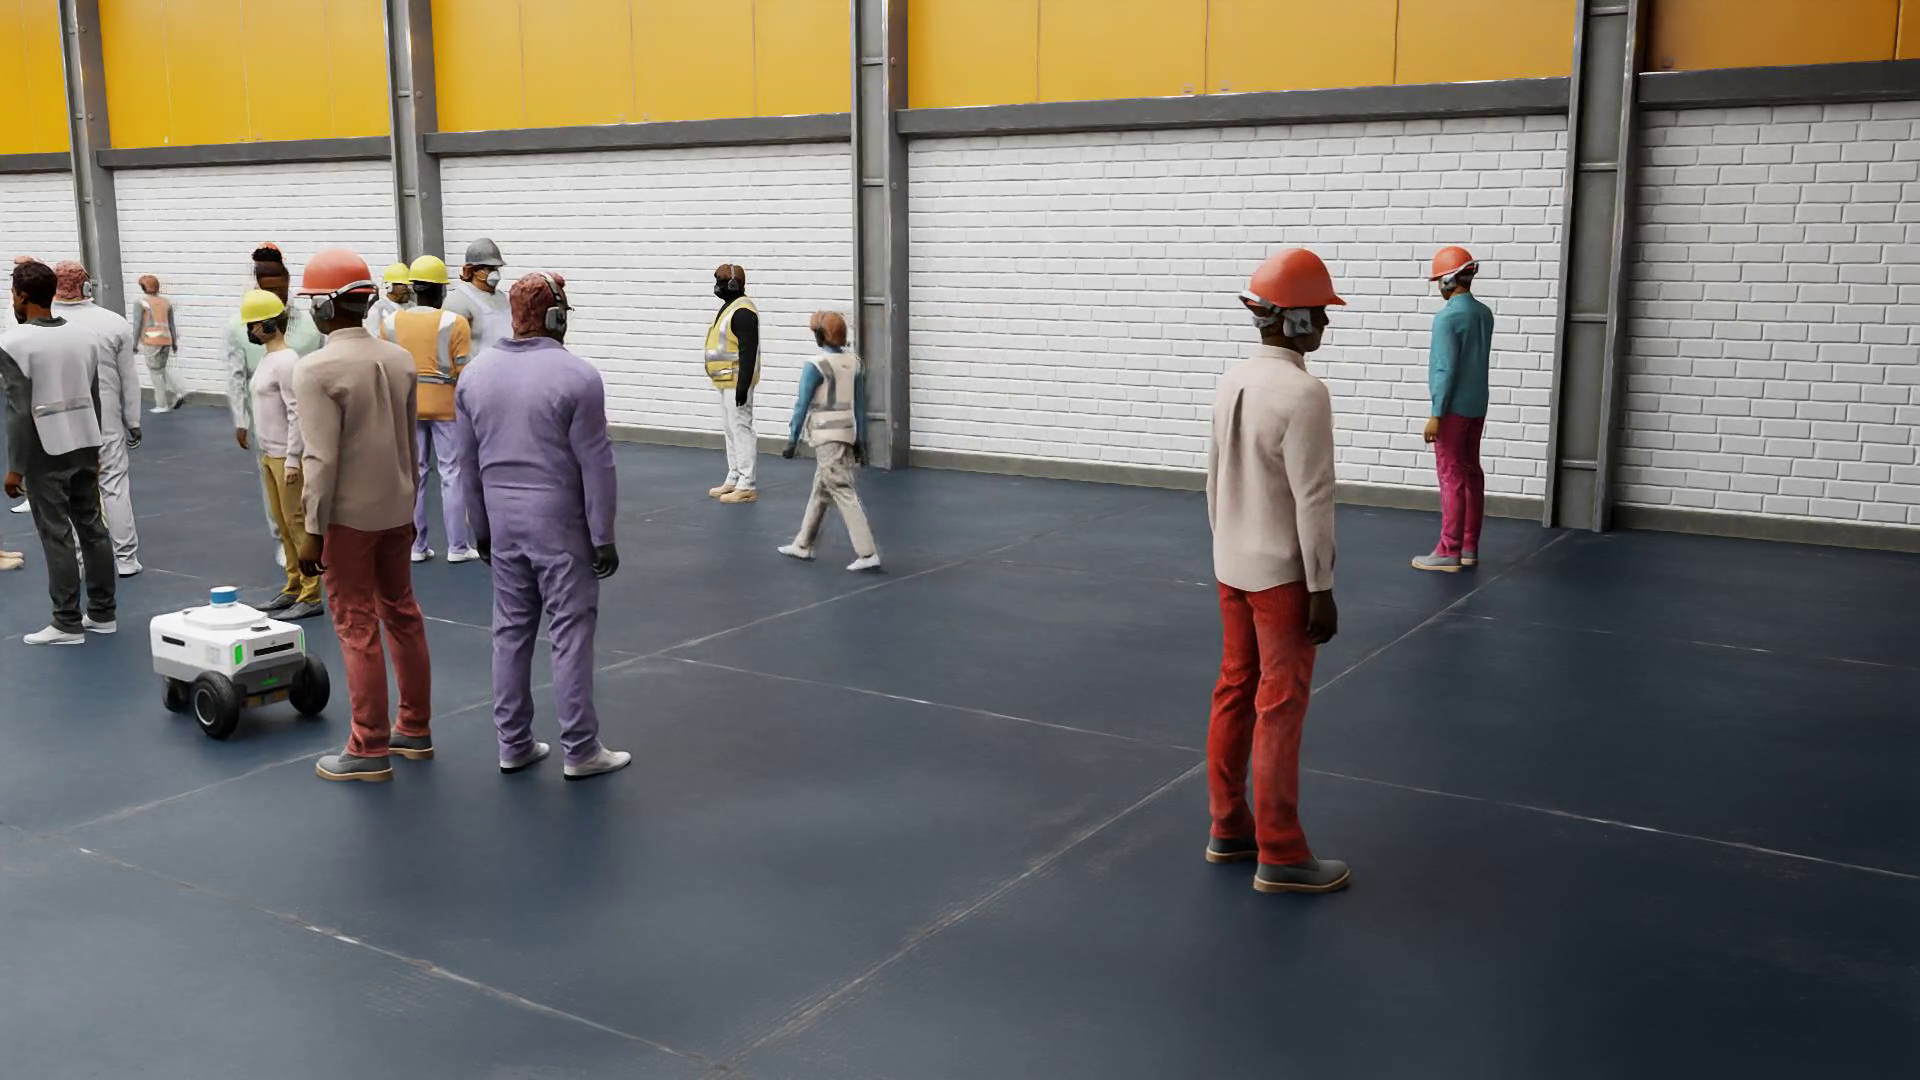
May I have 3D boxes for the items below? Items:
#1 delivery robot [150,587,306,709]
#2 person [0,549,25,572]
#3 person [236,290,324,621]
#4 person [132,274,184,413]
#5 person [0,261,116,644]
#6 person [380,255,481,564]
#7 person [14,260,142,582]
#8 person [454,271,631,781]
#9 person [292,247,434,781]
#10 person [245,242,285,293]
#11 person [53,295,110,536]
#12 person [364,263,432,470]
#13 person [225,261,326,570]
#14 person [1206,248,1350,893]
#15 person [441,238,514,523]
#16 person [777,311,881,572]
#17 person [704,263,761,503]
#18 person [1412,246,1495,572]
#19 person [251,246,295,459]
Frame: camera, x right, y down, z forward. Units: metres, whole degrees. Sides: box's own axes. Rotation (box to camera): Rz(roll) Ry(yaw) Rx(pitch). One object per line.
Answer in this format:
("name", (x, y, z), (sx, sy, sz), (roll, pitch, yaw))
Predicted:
("delivery robot", (-3.103, 0.442, 7.039), (0.707, 0.478, 0.477), (7, 12, 35))
("person", (-5.992, -0.712, 10.153), (0.351, 1.838, 0.511), (-7, 12, -34))
("person", (-3.647, -0.448, 8.897), (0.320, 1.760, 0.534), (-7, 13, -35))
("person", (-9.430, -2.287, 19.465), (0.377, 1.624, 0.511), (4, 11, 19))
("person", (-4.528, -0.429, 8.345), (0.398, 1.920, 0.589), (3, 11, 16))
("person", (-3.297, -0.806, 10.411), (0.596, 1.925, 0.372), (1, 10, 7))
("person", (-5.225, -0.702, 9.896), (0.652, 1.906, 0.402), (-6, 12, -30))
("person", (-1.555, -0.050, 6.278), (0.645, 1.907, 0.400), (4, 11, 22))
("person", (-2.270, -0.092, 6.265), (0.396, 1.993, 0.618), (4, 11, 19))
("person", (-7.076, -2.048, 17.104), (0.612, 1.996, 0.389), (7, 12, 35))
("person", (-5.987, -0.882, 11.313), (0.327, 1.752, 0.561), (-9, 13, -40))
("person", (-4.867, -1.485, 14.454), (0.403, 1.826, 0.591), (5, 11, 26))
("person", (-4.121, -0.736, 10.143), (0.596, 1.886, 0.827), (-6, 12, -29))
("person", (0.995, 0.096, 5.223), (0.384, 1.996, 0.610), (-4, 11, -19))
("person", (-3.347, -1.138, 11.936), (0.539, 2.000, 0.689), (4, 11, 20))
("person", (-0.808, -0.610, 10.248), (0.864, 1.591, 0.514), (6, 12, 28))
("person", (-1.764, -1.215, 12.914), (0.429, 1.843, 0.633), (-4, 11, -21))
("person", (3.026, -0.797, 10.208), (0.406, 1.983, 0.613), (10, 14, 43))
("person", (-6.206, -1.669, 15.082), (0.367, 1.966, 0.604), (-8, 13, -38))
